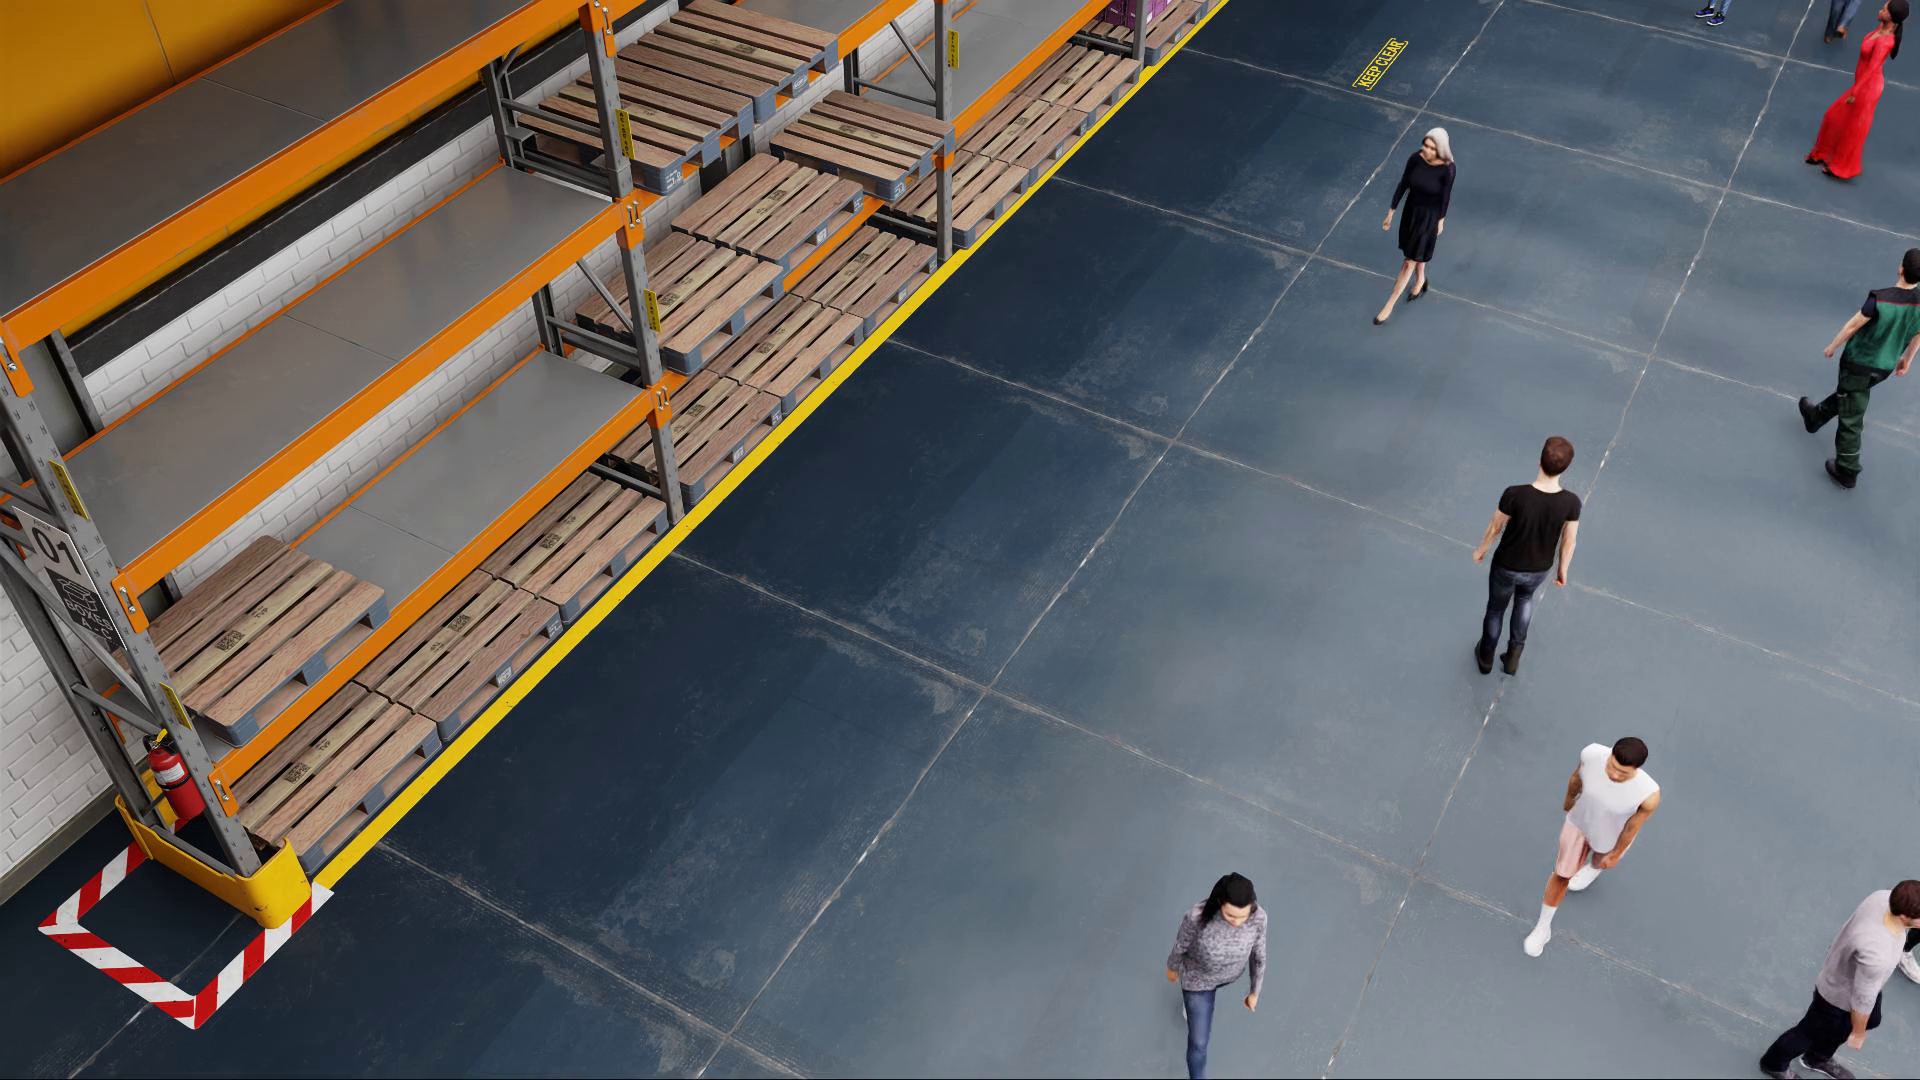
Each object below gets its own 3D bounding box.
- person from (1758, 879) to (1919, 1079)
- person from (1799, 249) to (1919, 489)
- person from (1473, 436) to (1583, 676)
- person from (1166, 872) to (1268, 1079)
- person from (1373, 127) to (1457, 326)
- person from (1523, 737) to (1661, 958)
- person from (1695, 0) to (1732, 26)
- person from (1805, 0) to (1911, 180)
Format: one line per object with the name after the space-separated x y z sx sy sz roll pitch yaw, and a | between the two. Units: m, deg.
4.510 2.266 8.601 0.766 1.833 0.652 26 50 25 | person
6.735 -1.237 12.263 1.163 1.854 1.299 -5 44 -6 | person
3.630 0.216 10.721 0.855 1.877 0.863 3 44 3 | person
1.339 2.201 8.784 1.086 1.674 1.275 -2 44 -2 | person
3.890 -2.692 13.891 1.136 1.715 0.812 -34 53 -30 | person
3.660 1.577 9.410 1.209 1.714 0.819 -32 52 -29 | person
8.294 -6.208 17.914 0.633 1.255 0.578 -12 45 -13 | person
8.440 -4.130 15.360 0.745 1.770 0.696 15 46 15 | person
